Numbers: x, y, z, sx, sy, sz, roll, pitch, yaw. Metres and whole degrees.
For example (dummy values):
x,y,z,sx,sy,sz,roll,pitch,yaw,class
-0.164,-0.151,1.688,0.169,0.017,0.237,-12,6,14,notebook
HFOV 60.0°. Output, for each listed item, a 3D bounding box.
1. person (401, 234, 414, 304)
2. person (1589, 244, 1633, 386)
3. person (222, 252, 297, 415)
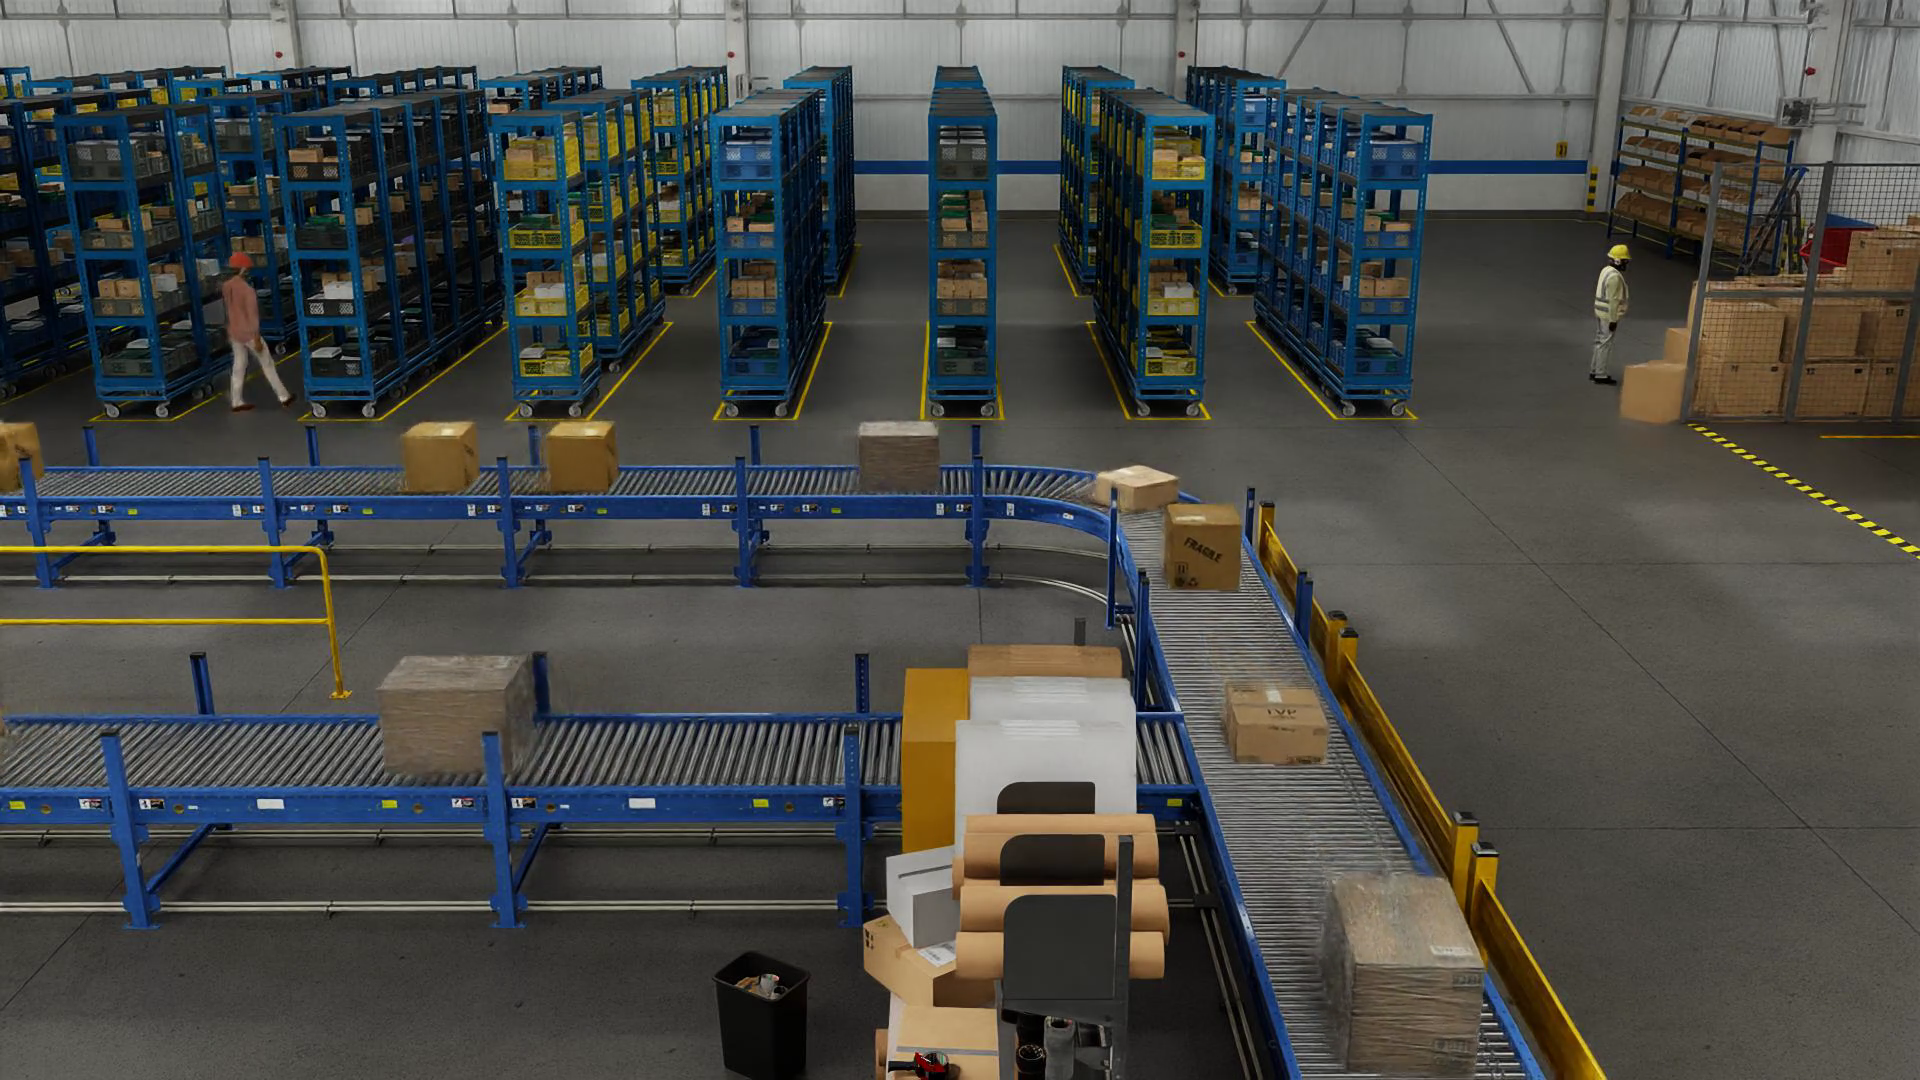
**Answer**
x,y,z,sx,sy,sz,roll,pitch,yaw,class
-8.843,-4.581,26.767,0.572,1.840,0.373,-12,22,-33,person
8.514,-2.950,21.764,0.403,1.827,0.599,3,18,9,person
-8.612,-2.528,20.253,0.641,1.958,0.808,10,20,28,person
